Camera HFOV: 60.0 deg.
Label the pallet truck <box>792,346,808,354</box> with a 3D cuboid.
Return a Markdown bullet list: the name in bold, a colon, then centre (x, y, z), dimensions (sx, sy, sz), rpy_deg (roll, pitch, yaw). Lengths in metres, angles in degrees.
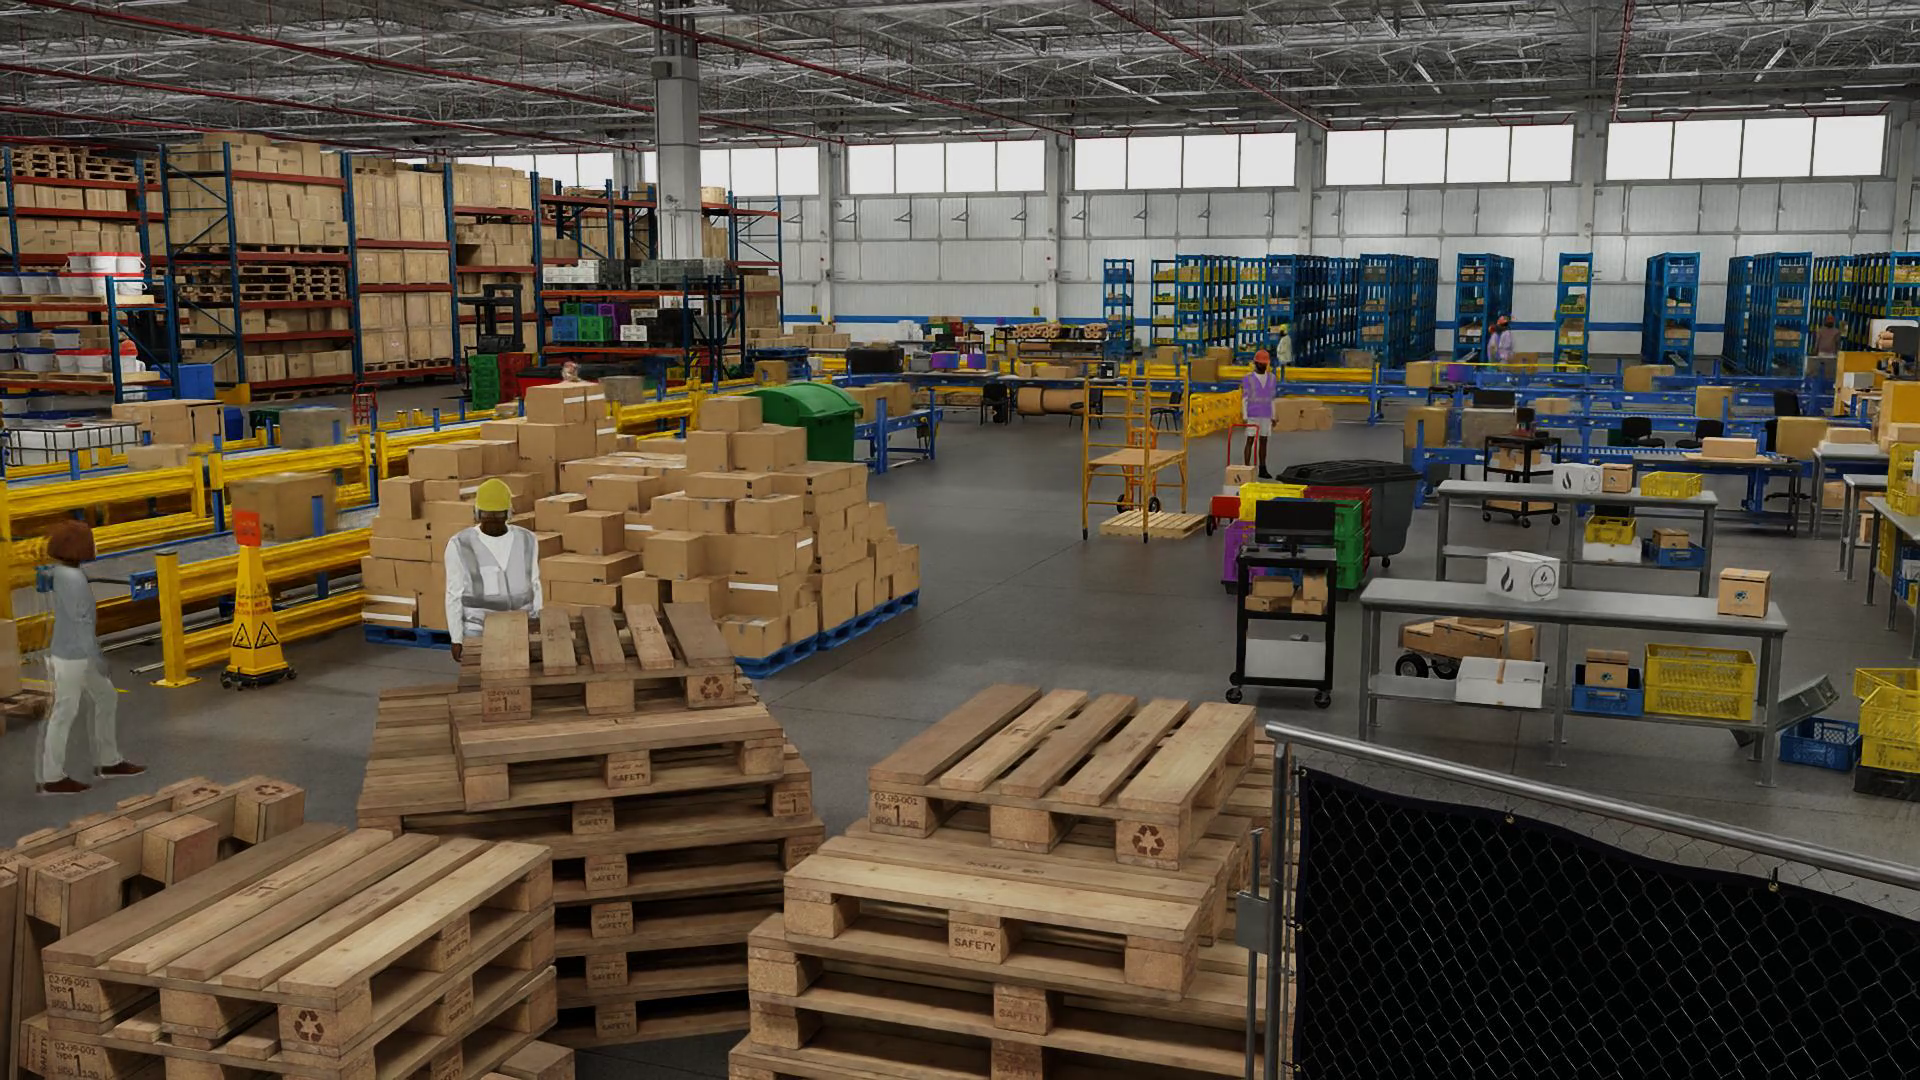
- **pallet truck**: centre (-3.705, -4.298, 42.022), dimensions (0.653, 1.274, 1.630), rpy_deg (3, 10, 20)

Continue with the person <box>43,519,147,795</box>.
- **person**: centre (-5.106, 0.680, 9.765), dimensions (0.675, 1.612, 0.499), rpy_deg (-5, 10, -27)

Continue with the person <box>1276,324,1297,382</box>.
- **person**: centre (8.337, -4.666, 42.816), dimensions (0.953, 1.785, 0.609), rpy_deg (1, 9, 6)

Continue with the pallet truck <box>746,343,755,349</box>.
- **pallet truck**: centre (-6.183, -4.618, 44.264), dimensions (1.601, 1.201, 0.680), rpy_deg (-9, 12, -43)

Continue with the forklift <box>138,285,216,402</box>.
- **forklift**: centre (-17.480, -4.200, 36.461), dimensions (1.873, 2.768, 1.129), rpy_deg (3, 10, 19)

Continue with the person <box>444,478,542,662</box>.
- **person**: centre (-2.783, 0.534, 10.025), dimensions (0.600, 1.828, 0.404), rpy_deg (-7, 11, -36)

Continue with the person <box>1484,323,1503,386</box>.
- **person**: centre (13.563, -4.617, 42.380), dimensions (0.441, 1.822, 0.590), rpy_deg (3, 9, 16)

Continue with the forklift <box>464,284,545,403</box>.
- **forklift**: centre (-10.832, -4.702, 39.610), dimensions (1.129, 2.768, 1.873), rpy_deg (3, 10, 20)

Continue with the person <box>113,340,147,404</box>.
- **person**: centre (-14.116, -2.437, 28.329), dimensions (0.343, 1.942, 0.548), rpy_deg (9, 13, 44)

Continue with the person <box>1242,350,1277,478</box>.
- **person**: centre (4.461, -1.857, 24.747), dimensions (0.550, 1.926, 0.419), rpy_deg (-2, 9, -14)

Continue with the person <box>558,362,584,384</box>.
- **person**: centre (-5.288, -1.450, 22.393), dimensions (0.667, 1.864, 0.958), rpy_deg (4, 10, 25)

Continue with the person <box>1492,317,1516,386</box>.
- **person**: centre (13.510, -4.554, 41.497), dimensions (0.999, 1.976, 0.624), rpy_deg (2, 9, 10)

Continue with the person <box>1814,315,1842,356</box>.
- **person**: centre (23.221, -5.029, 44.487), dimensions (0.660, 1.970, 0.663), rpy_deg (4, 10, 24)
